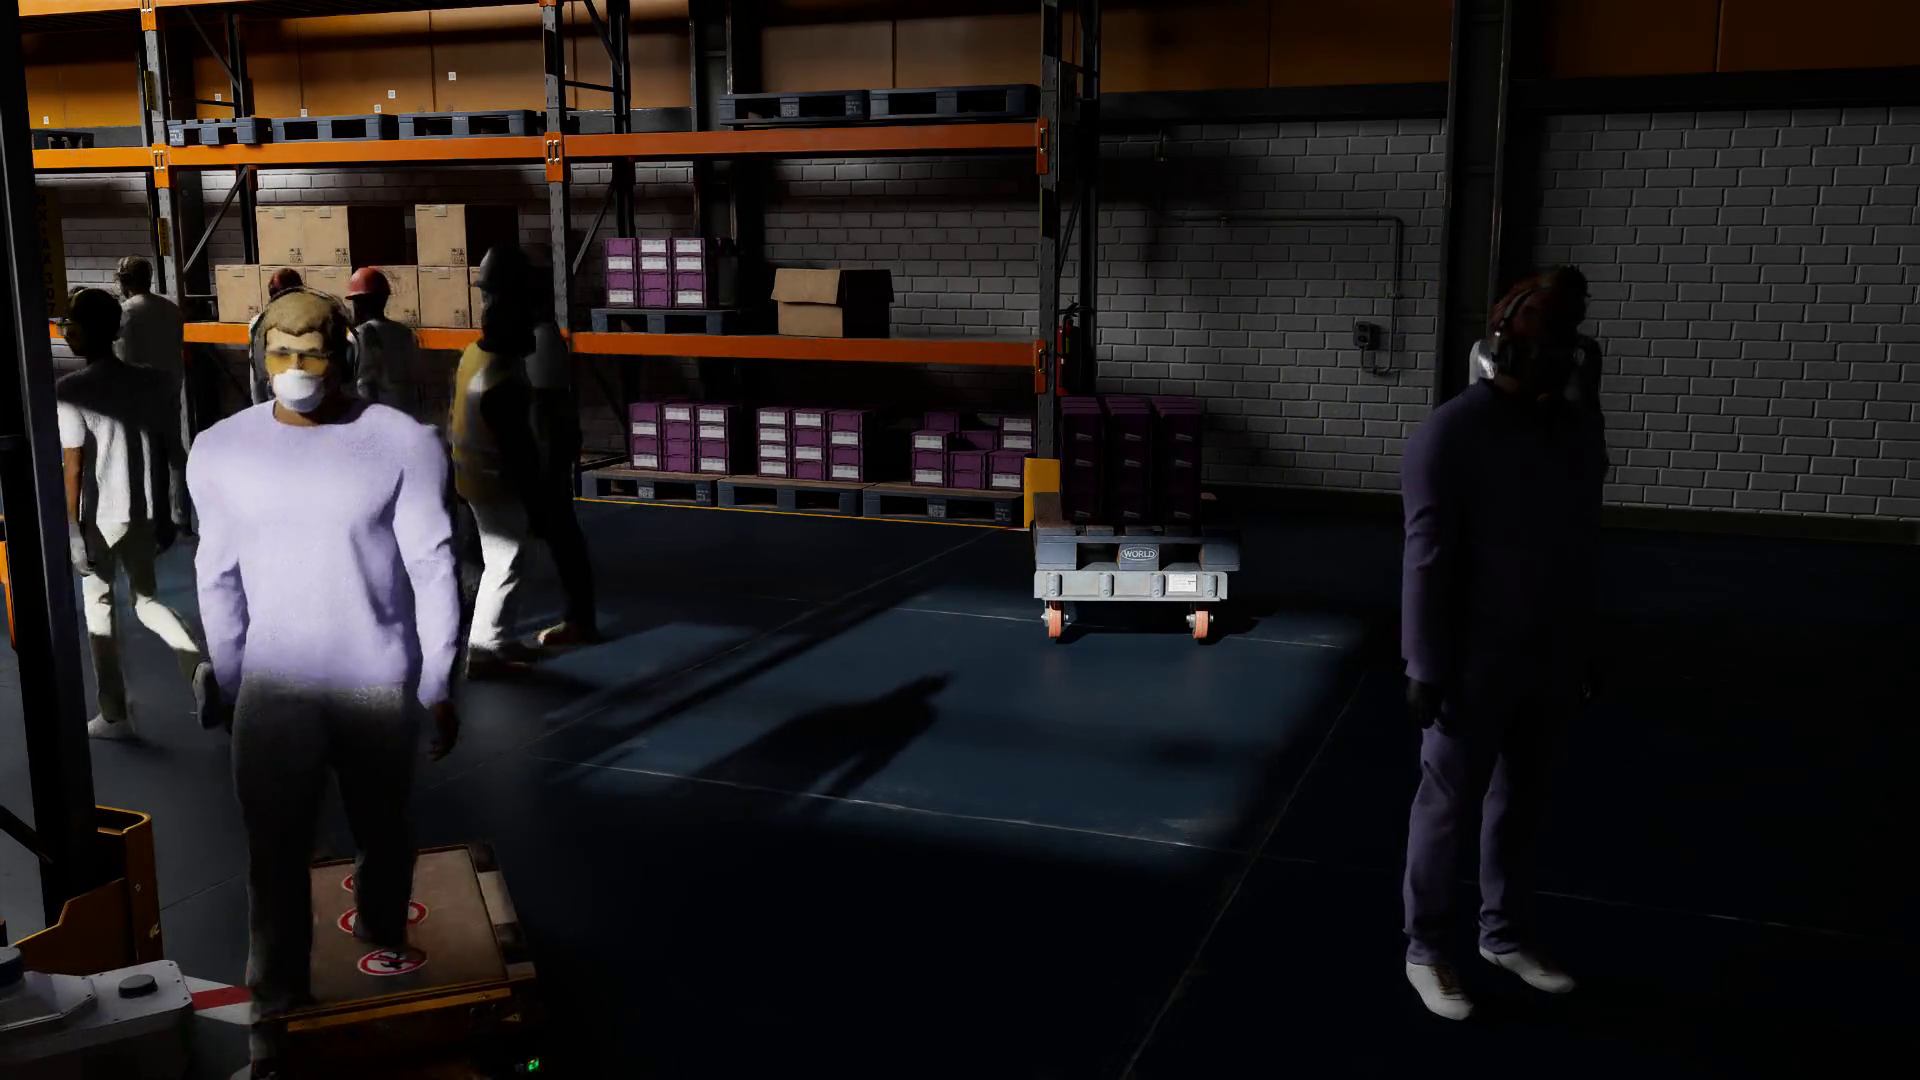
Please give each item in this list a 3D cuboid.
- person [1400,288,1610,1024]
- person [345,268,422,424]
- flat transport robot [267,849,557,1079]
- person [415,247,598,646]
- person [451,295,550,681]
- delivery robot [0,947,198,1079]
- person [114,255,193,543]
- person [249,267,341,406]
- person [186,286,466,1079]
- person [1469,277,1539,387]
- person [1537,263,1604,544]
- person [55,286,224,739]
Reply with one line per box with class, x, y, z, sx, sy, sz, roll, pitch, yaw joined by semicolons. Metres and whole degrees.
person;1.449;0.301;4.366;0.652;1.904;0.403;-5;11;-26
person;-3.451;-0.703;10.096;0.978;1.870;0.552;5;11;26
flat transport robot;-1.502;1.113;4.390;0.652;0.197;1.431;-4;11;-21
person;-2.245;-0.444;8.134;0.984;2.000;0.702;-9;14;-42
person;-2.079;-0.219;7.590;0.466;1.791;0.706;-4;11;-23
delivery robot;-1.989;1.091;3.458;0.707;0.478;0.477;-7;12;-33
person;-5.458;-0.940;11.201;0.371;1.934;0.627;2;10;12
person;-4.415;-0.891;11.150;0.593;1.860;0.667;-9;13;-40
person;-1.500;0.377;3.913;0.651;1.910;0.834;-1;10;-7
person;2.903;-0.412;8.492;0.569;1.855;0.853;9;14;41
person;2.646;-0.286;7.561;0.574;1.927;0.647;-3;11;-16
person;-3.322;-0.084;6.658;0.661;1.854;0.531;5;11;26
